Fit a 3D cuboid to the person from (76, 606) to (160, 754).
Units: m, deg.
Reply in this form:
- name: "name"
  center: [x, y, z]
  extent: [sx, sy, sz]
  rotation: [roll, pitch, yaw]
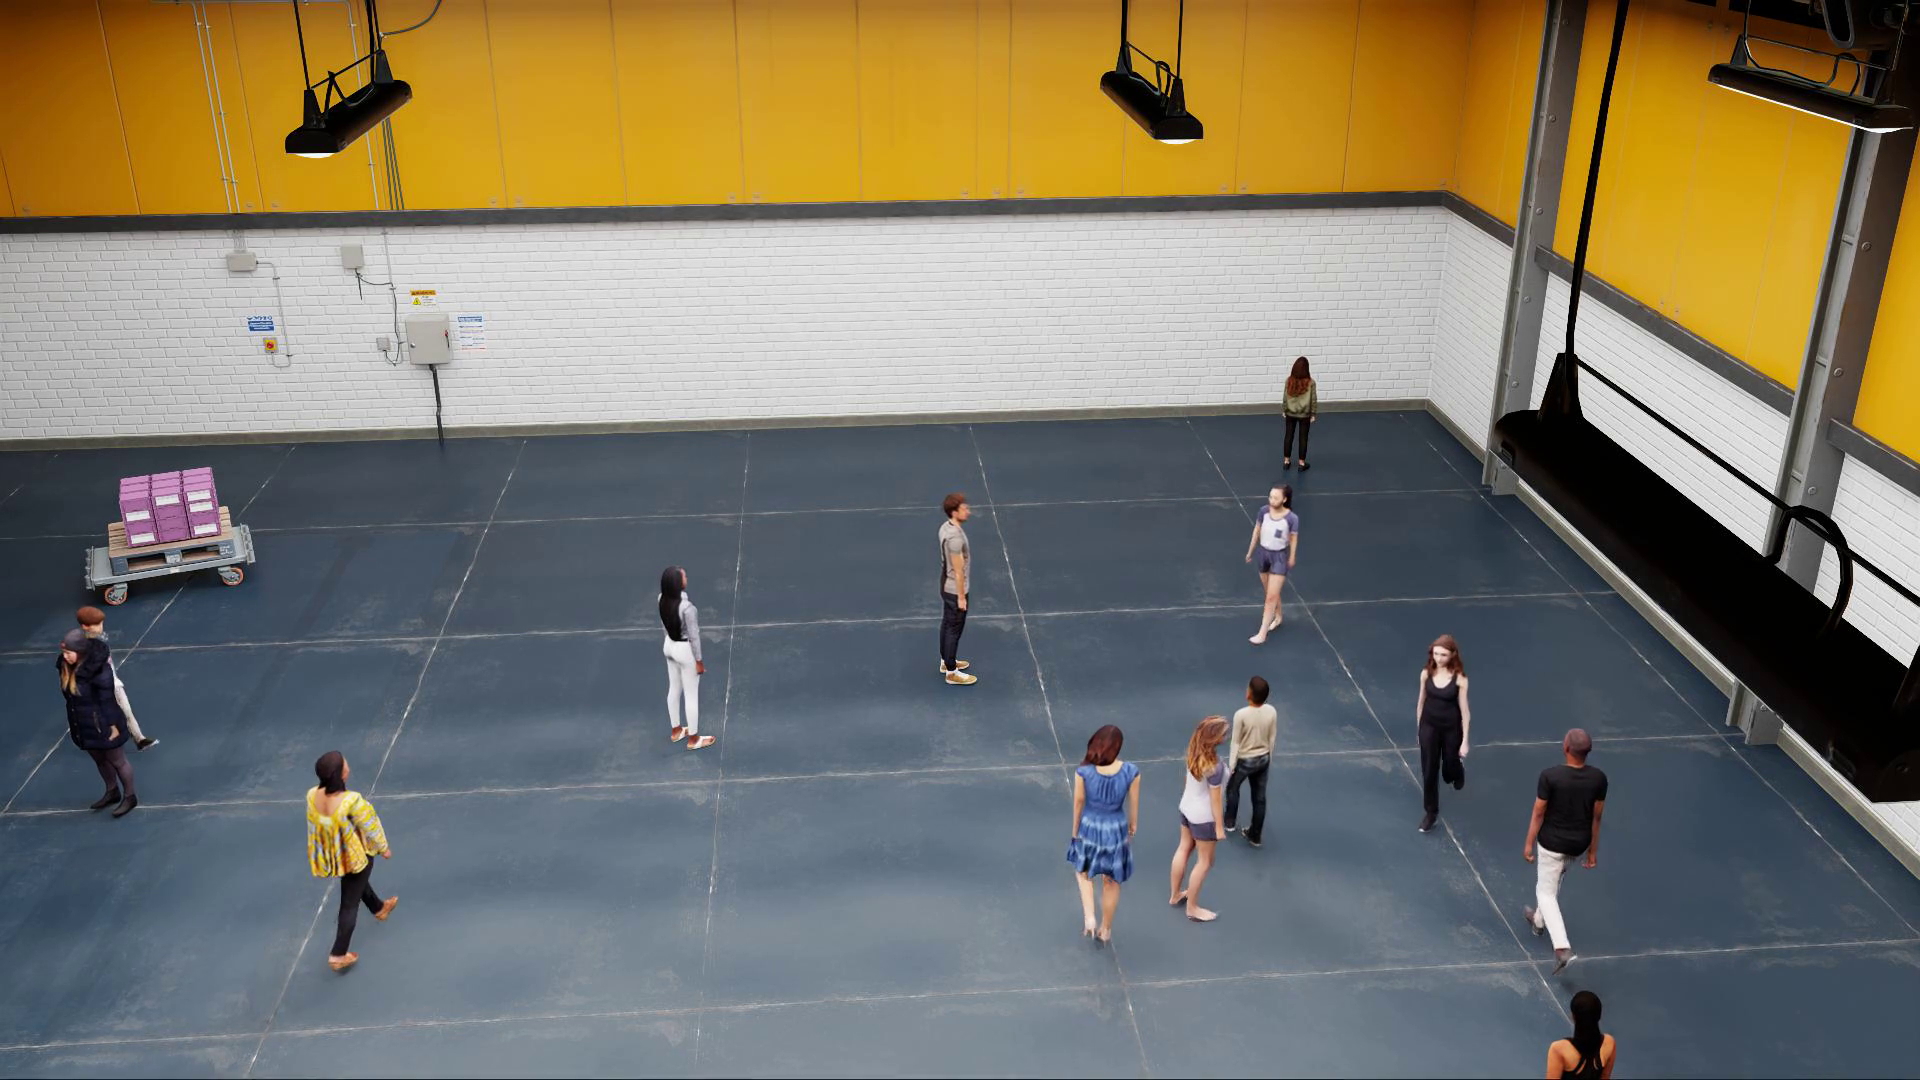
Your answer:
- name: "person"
  center: [-7.564, 1.242, 14.528]
  extent: [0.890, 1.398, 0.969]
  rotation: [10, 26, 22]

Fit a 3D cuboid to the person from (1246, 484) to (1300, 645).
- name: "person"
  center: [3.186, 0.190, 16.657]
  extent: [0.993, 1.620, 0.975]
  rotation: [-20, 31, -38]

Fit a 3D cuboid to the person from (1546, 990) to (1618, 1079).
- name: "person"
  center: [3.517, 3.273, 9.537]
  extent: [0.600, 1.673, 0.541]
  rotation: [-5, 24, -11]

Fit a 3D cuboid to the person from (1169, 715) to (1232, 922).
- name: "person"
  center: [1.769, 2.030, 12.333]
  extent: [0.735, 1.711, 0.571]
  rotation: [-11, 26, -24]

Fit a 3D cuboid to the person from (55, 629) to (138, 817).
- name: "person"
  center: [-7.073, 1.476, 13.647]
  extent: [0.774, 1.675, 0.793]
  rotation: [9, 25, 20]

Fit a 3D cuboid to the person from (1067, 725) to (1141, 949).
- name: "person"
  center: [1.030, 2.179, 11.891]
  extent: [0.659, 1.793, 0.681]
  rotation: [-1, 24, -2]

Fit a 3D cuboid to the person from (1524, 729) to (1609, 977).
- name: "person"
  center: [4.316, 2.221, 11.817]
  extent: [0.696, 1.775, 1.139]
  rotation: [-2, 24, -5]

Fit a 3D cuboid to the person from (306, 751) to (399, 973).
- name: "person"
  center: [-4.398, 2.312, 11.821]
  extent: [1.024, 1.606, 1.184]
  rotation: [10, 26, 23]

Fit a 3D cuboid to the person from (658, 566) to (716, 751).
- name: "person"
  center: [-2.446, 1.015, 14.639]
  extent: [0.658, 1.725, 0.729]
  rotation: [21, 31, 39]

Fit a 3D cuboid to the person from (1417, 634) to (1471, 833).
- name: "person"
  center: [3.947, 1.512, 13.507]
  extent: [0.974, 1.721, 1.098]
  rotation: [12, 26, 25]

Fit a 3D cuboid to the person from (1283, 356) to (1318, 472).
- name: "person"
  center: [4.259, -1.594, 20.920]
  extent: [0.657, 1.475, 0.663]
  rotation: [10, 26, 22]

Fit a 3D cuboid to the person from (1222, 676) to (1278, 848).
- name: "person"
  center: [2.342, 1.791, 13.206]
  extent: [0.660, 1.451, 0.759]
  rotation: [-7, 24, -15]

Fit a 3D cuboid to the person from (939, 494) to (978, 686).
- name: "person"
  center: [-0.048, 0.442, 15.738]
  extent: [0.730, 1.894, 0.499]
  rotation: [-4, 24, -9]
